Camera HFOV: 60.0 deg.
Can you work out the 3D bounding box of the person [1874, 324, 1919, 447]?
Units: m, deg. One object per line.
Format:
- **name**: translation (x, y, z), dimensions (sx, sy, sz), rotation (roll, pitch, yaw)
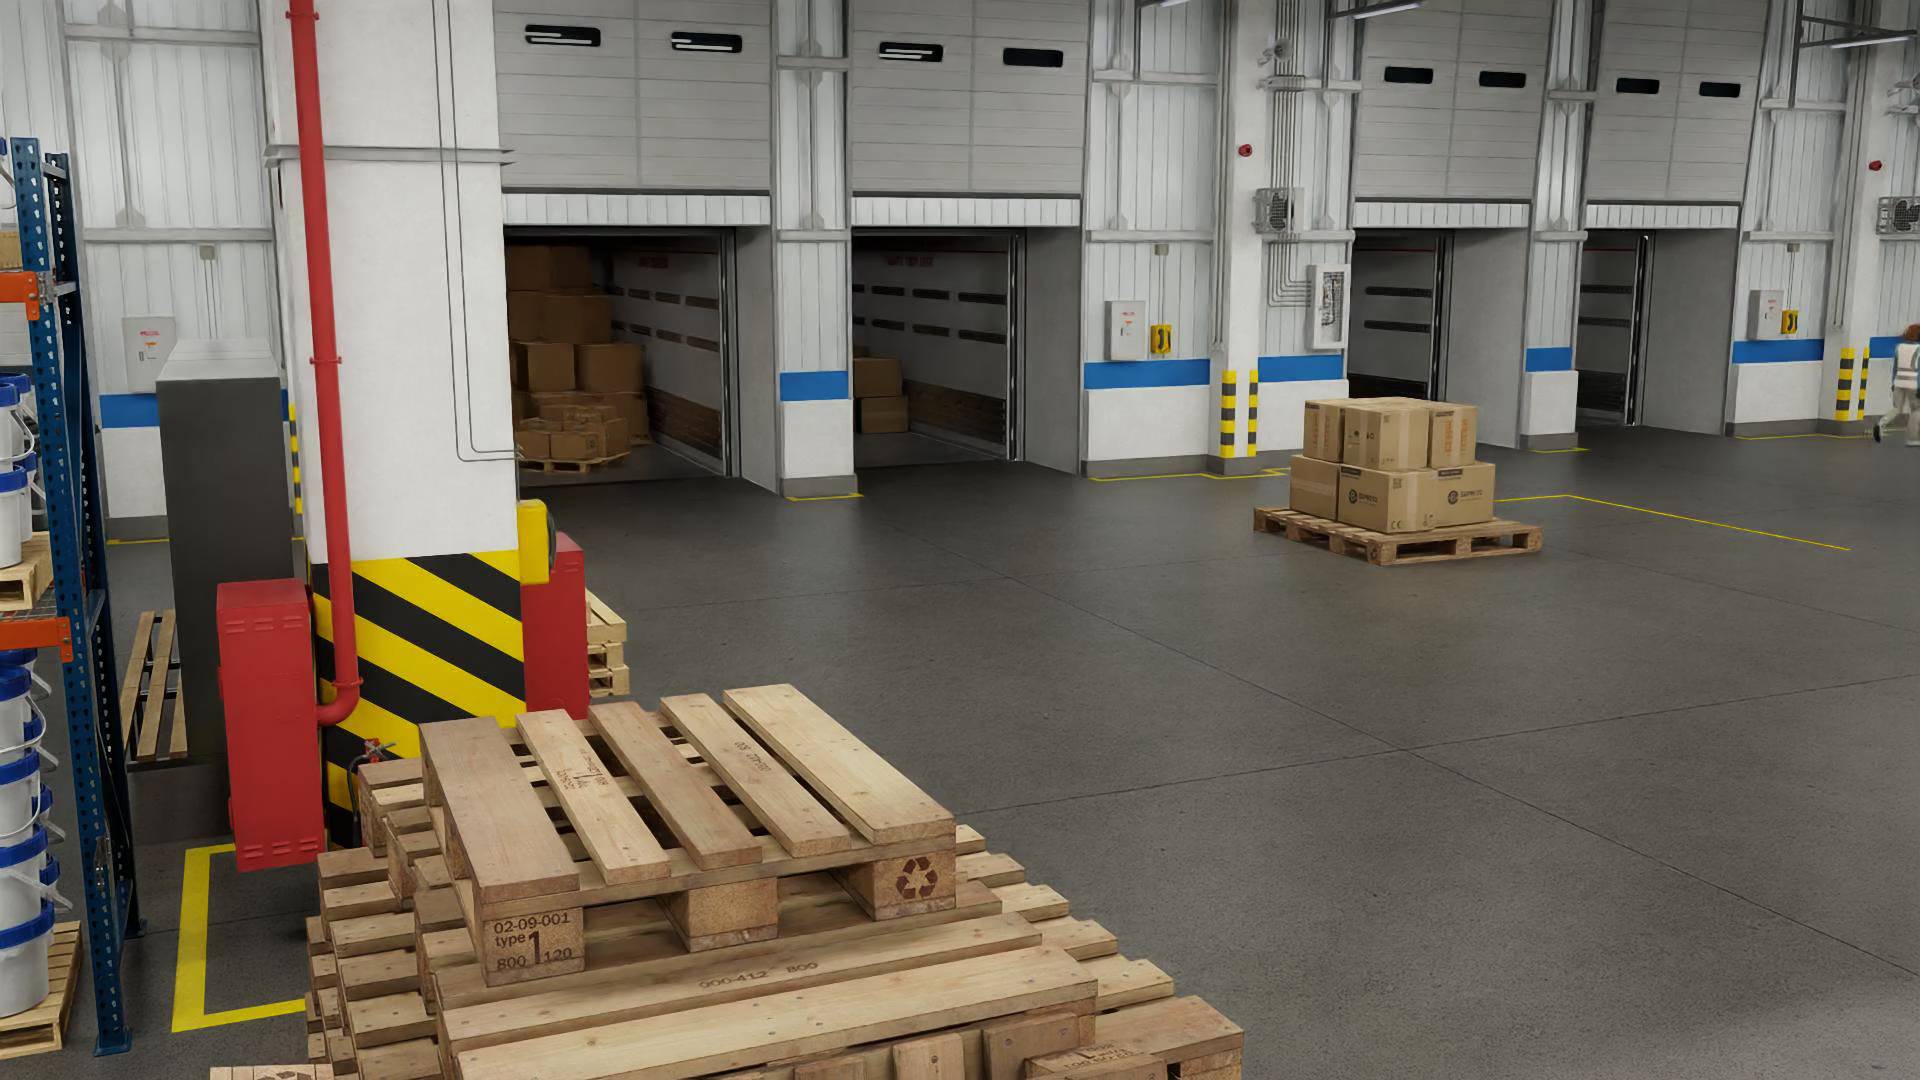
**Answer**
- **person**: translation (12.355, -2.017, 21.763), dimensions (0.660, 1.608, 0.520), rotation (-4, 11, -19)
